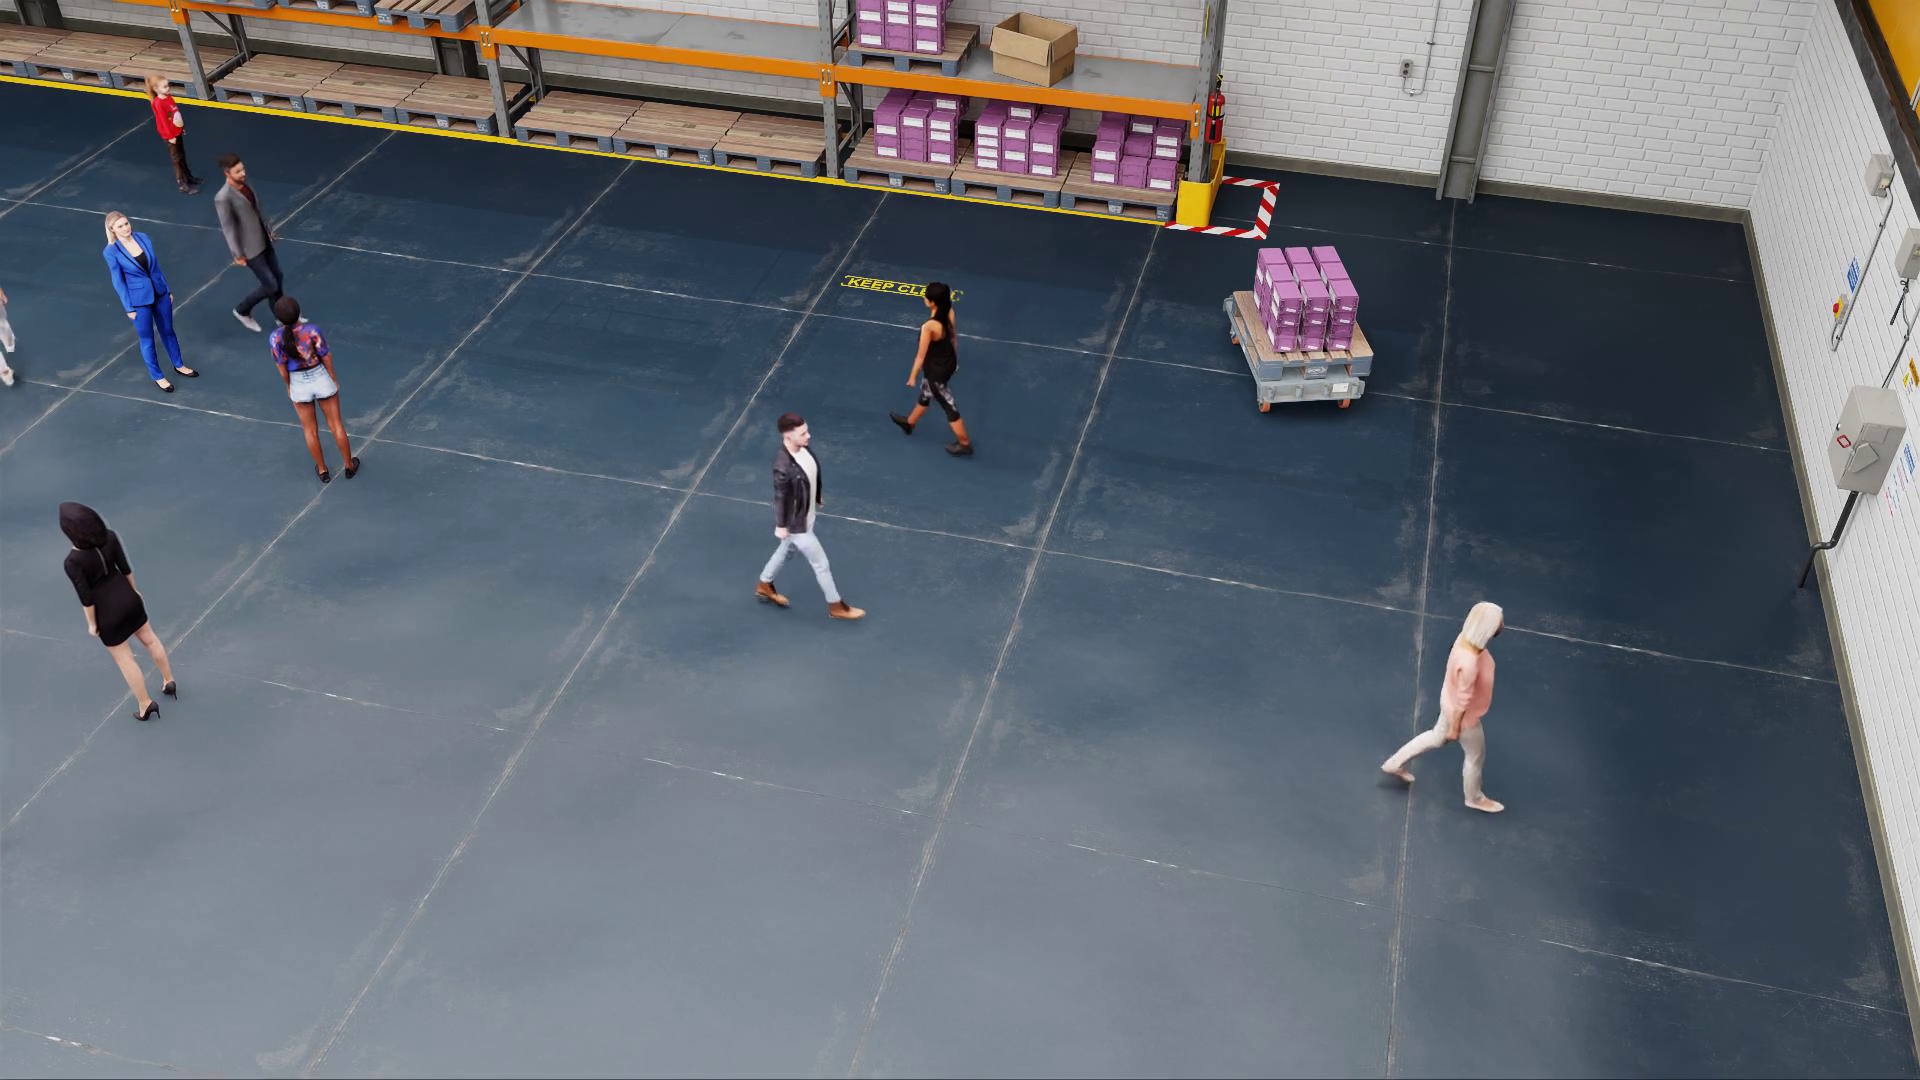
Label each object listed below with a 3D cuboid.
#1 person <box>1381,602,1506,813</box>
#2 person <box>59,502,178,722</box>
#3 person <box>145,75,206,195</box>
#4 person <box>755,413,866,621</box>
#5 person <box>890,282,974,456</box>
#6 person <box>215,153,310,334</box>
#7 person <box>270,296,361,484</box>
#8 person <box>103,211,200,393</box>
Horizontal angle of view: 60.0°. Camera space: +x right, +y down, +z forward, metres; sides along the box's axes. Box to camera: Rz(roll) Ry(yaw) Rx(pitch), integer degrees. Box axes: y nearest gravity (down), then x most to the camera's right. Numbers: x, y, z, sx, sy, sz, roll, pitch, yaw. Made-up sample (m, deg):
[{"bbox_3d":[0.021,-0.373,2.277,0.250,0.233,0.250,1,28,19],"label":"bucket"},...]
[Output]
[{"bbox_3d":[3.160,1.063,10.743,1.042,1.692,0.628,7,39,9],"label":"person"},{"bbox_3d":[-5.764,0.490,11.369,0.539,1.806,0.617,15,41,18],"label":"person"},{"bbox_3d":[-8.472,-4.380,17.889,0.578,1.282,0.553,-2,39,-2],"label":"person"},{"bbox_3d":[-1.268,-0.175,12.207,1.118,1.800,0.712,8,39,9],"label":"person"},{"bbox_3d":[-0.103,-1.396,13.875,1.100,1.627,0.752,17,42,20],"label":"person"},{"bbox_3d":[-6.594,-2.720,15.352,0.912,1.853,0.821,1,39,1],"label":"person"},{"bbox_3d":[-5.297,-1.242,13.590,0.629,1.742,0.729,-12,40,-14],"label":"person"},{"bbox_3d":[-7.223,-2.137,14.744,0.629,1.701,0.670,19,42,22],"label":"person"}]
